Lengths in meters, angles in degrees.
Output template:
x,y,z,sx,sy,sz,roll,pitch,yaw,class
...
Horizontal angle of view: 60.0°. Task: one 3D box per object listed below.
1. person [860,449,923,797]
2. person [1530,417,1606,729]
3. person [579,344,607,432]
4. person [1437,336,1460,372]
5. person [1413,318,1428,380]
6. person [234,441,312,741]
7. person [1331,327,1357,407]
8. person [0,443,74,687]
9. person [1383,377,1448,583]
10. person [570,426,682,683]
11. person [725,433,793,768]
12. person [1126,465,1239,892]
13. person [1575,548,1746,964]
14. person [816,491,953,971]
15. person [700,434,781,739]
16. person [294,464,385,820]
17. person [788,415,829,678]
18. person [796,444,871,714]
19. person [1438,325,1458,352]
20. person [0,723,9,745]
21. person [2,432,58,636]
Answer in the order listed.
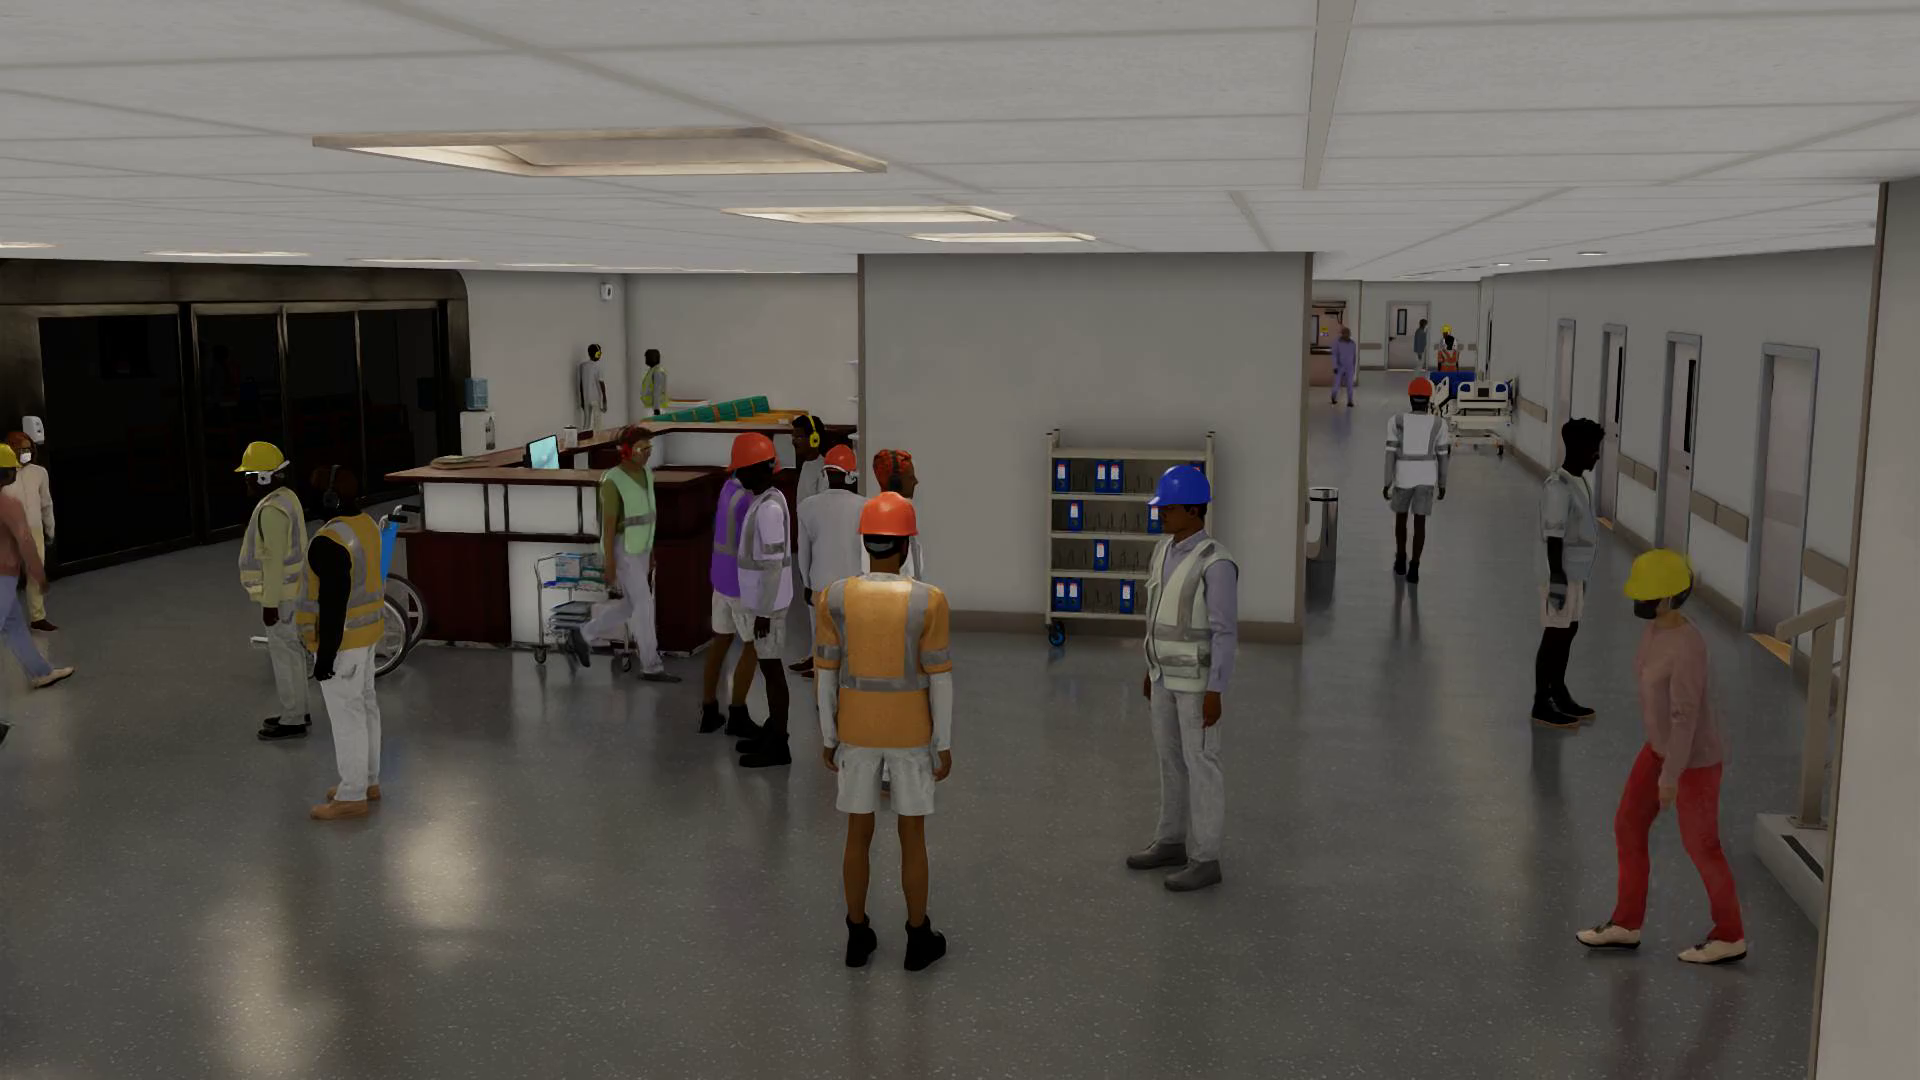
x,y,z,sx,sy,sz,roll,pitch,yaw,class
-0.367,0.447,9.037,0.354,1.883,0.572,-3,9,-18,person
3.811,0.201,10.439,0.385,1.955,0.608,6,10,34,person
-6.001,-2.277,27.218,0.518,1.860,0.342,4,10,26,person
11.036,-3.764,37.590,0.541,1.696,0.315,-2,9,-11,person
12.911,-5.239,46.631,0.384,1.930,0.634,3,9,21,person
-4.183,0.308,10.171,0.403,1.824,0.596,-2,9,-16,person
9.042,-4.092,39.218,0.638,1.869,0.836,-1,9,-6,person
-6.382,0.218,11.098,0.543,1.717,0.905,5,10,28,person
4.317,-0.584,15.774,0.580,1.908,0.831,2,9,15,person
-2.372,0.097,11.611,0.835,1.811,0.602,2,9,15,person
-1.148,0.343,9.579,0.373,1.928,0.543,-1,9,-9,person
1.031,0.622,7.655,0.389,1.947,0.614,-4,9,-25,person
2.857,0.879,6.688,0.760,1.722,0.542,0,9,0,person
-0.293,0.768,6.734,0.552,1.932,0.377,2,9,11,person
-1.372,0.279,10.169,0.471,1.887,0.644,-4,9,-24,person
-3.226,0.524,8.662,0.429,1.846,0.625,-1,9,-4,person
-1.037,0.044,11.786,0.336,1.864,0.505,-3,9,-22,person
-0.761,0.260,10.700,0.562,1.752,0.324,2,9,10,person
12.659,-4.687,43.311,0.404,1.822,0.587,-4,9,-25,person
-5.594,0.484,9.015,0.585,1.814,0.619,8,12,42,person
-7.436,-0.050,13.204,0.285,1.627,0.504,5,10,30,person
